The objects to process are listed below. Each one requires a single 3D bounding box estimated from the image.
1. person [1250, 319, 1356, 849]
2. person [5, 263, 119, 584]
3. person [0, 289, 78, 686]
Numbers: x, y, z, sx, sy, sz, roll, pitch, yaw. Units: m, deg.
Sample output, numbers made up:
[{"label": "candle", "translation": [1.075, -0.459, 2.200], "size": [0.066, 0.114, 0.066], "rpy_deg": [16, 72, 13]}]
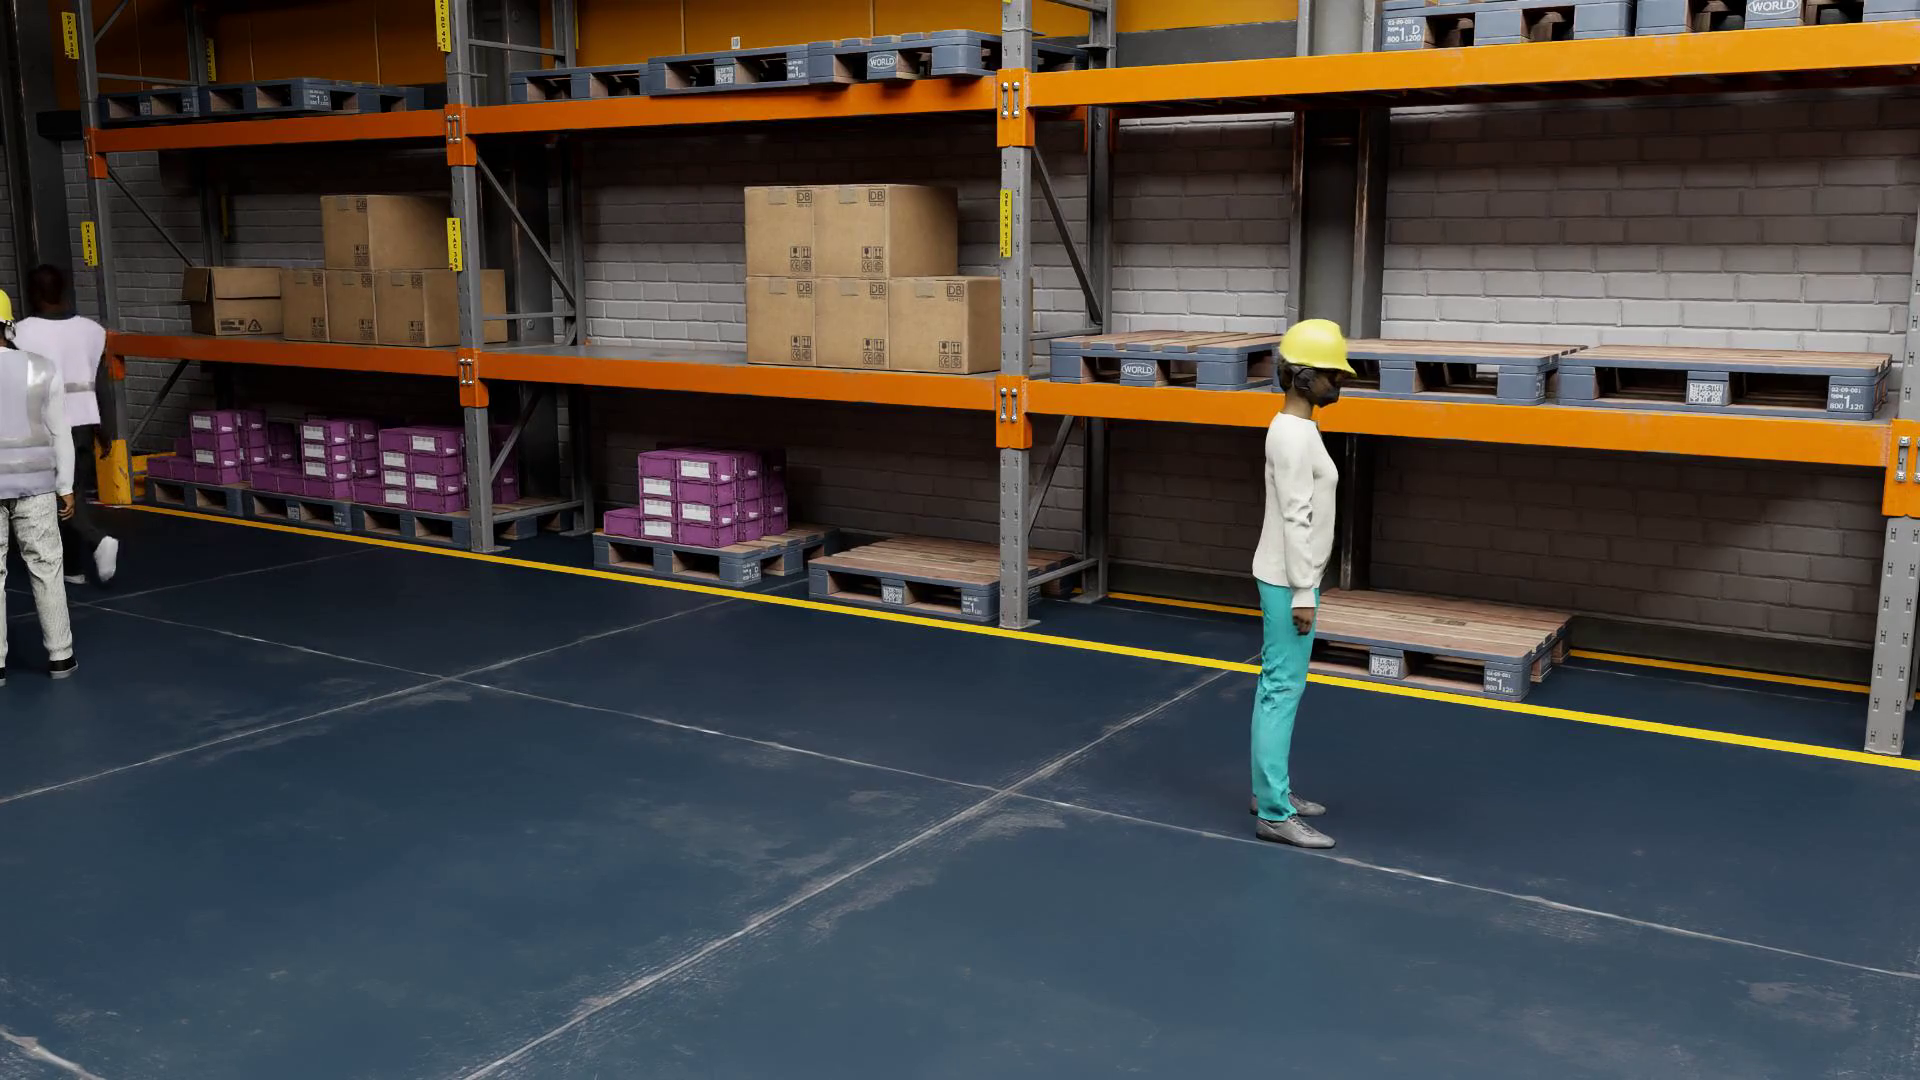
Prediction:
[{"label": "person", "translation": [1.146, 0.141, 5.617], "size": [0.315, 1.766, 0.523], "rpy_deg": [1, 10, 8]}, {"label": "person", "translation": [-5.154, -0.647, 9.641], "size": [0.696, 1.899, 0.586], "rpy_deg": [6, 12, 28]}, {"label": "person", "translation": [-4.351, -0.247, 7.575], "size": [0.586, 1.833, 0.403], "rpy_deg": [-6, 12, -31]}]
